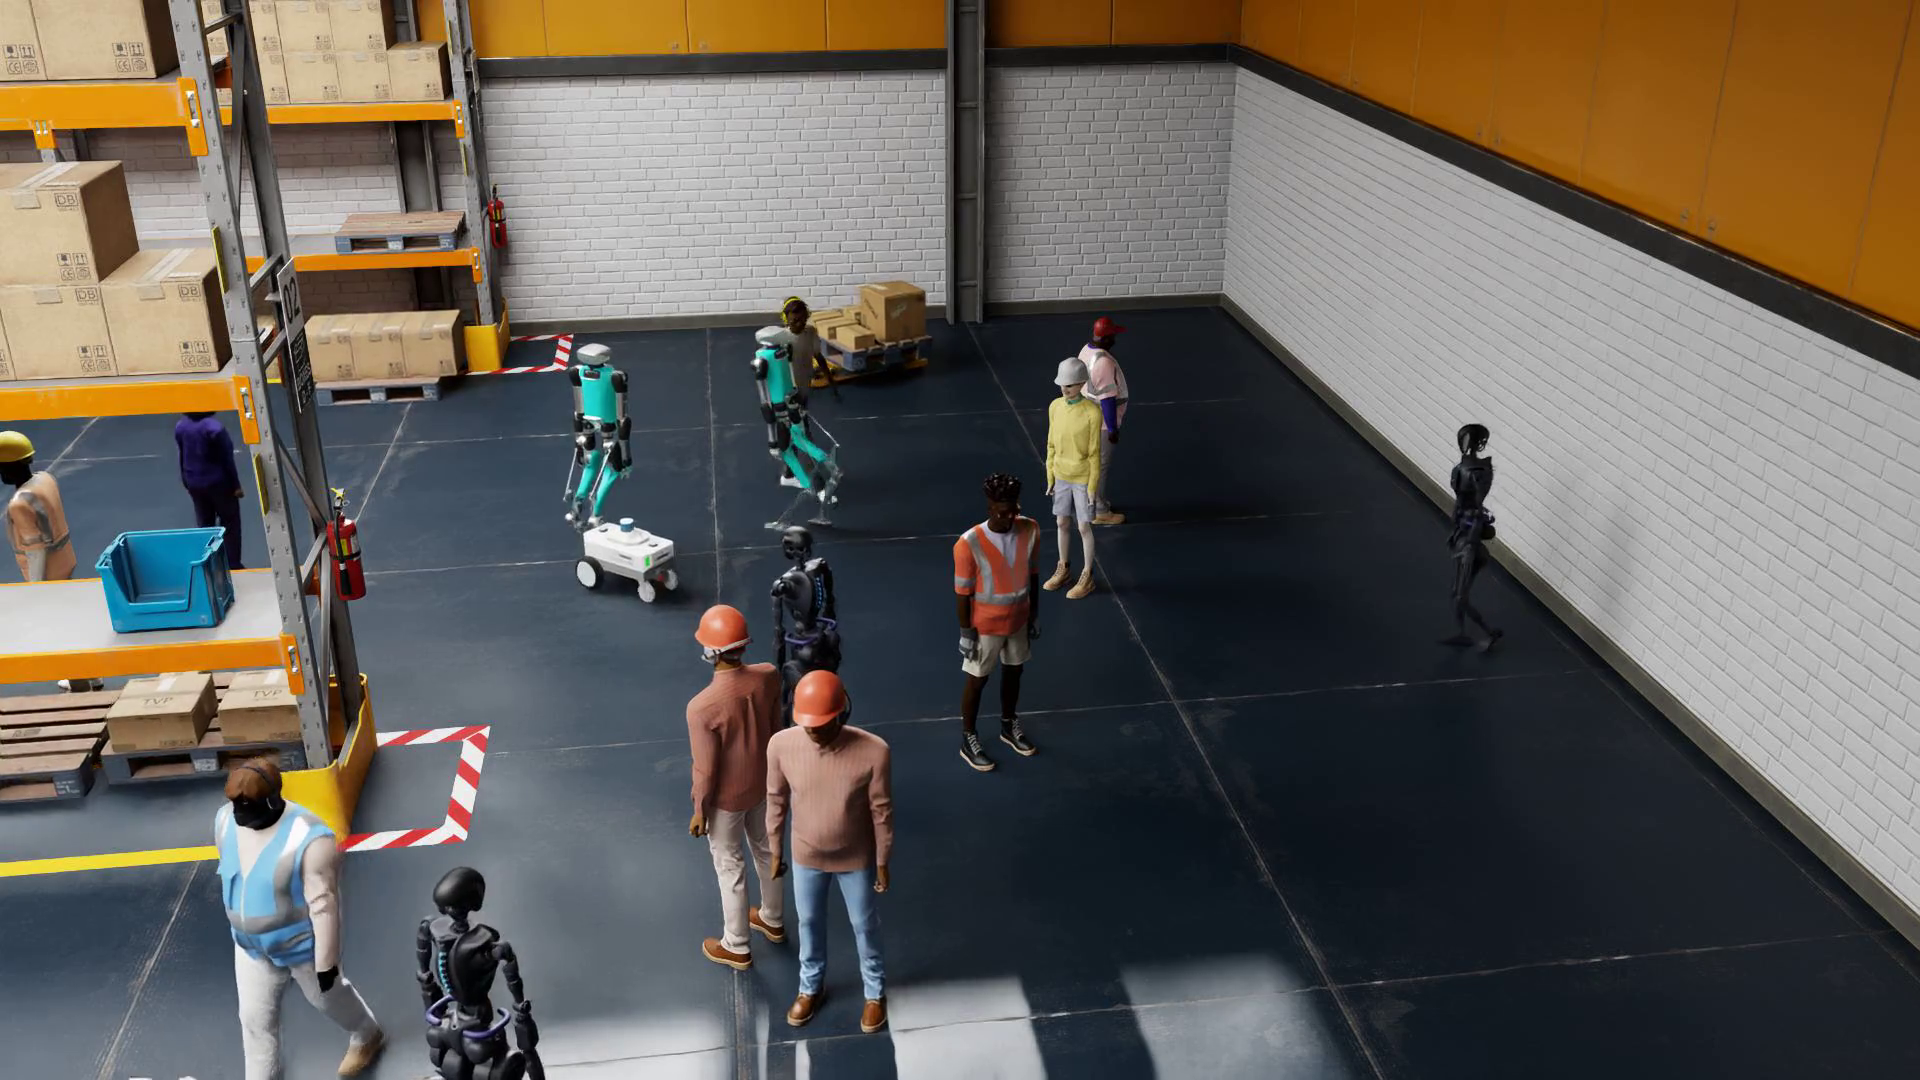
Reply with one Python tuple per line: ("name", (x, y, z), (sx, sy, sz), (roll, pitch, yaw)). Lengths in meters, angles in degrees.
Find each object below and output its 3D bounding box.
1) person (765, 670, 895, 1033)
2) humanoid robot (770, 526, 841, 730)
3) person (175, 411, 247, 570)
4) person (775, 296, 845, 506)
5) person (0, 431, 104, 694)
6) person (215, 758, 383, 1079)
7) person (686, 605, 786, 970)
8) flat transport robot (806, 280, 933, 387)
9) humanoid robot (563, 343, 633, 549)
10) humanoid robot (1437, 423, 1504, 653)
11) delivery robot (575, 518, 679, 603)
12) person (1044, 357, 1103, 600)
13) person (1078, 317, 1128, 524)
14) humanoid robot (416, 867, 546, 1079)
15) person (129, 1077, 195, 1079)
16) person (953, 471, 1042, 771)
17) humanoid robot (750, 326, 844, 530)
("person", (-0.621, 1.488, 7.891), (0.633, 1.981, 0.421), (3, 24, 7))
("humanoid robot", (-0.972, 0.667, 10.142), (0.651, 1.635, 0.599), (16, 28, 32))
("person", (-5.707, -0.426, 12.701), (0.508, 1.610, 0.395), (9, 25, 20))
("person", (-1.284, -1.217, 14.240), (0.866, 1.822, 0.642), (15, 28, 30))
("person", (-5.994, 0.201, 10.877), (0.378, 1.924, 0.592), (-5, 24, -10))
("person", (-3.016, 1.775, 7.450), (0.633, 1.803, 0.865), (8, 25, 17))
("person", (-1.138, 1.244, 8.418), (0.391, 1.992, 0.621), (17, 29, 34))
("flat transport robot", (-1.112, -1.908, 17.744), (1.431, 0.231, 0.659), (-15, 28, -30))
("humanoid robot", (-2.879, -0.580, 12.928), (0.551, 1.817, 0.663), (12, 26, 25))
("humanoid robot", (3.660, -0.017, 11.700), (0.478, 1.632, 0.603), (2, 24, 5))
("delivery robot", (-2.551, 0.115, 12.761), (0.754, 0.581, 0.499), (15, 28, 30))
("person", (0.854, -0.471, 12.473), (0.469, 1.884, 0.405), (16, 28, 32))
("person", (1.183, -0.997, 13.822), (0.420, 1.754, 0.604), (-7, 25, -15))
("humanoid robot", (-1.998, 2.077, 6.903), (0.595, 1.659, 0.323), (11, 26, 23))
("person", (-2.760, 2.571, 5.738), (0.771, 1.718, 0.903), (19, 30, 36))
("person", (0.237, 0.489, 10.197), (0.596, 1.957, 0.378), (-15, 28, -31))
("humanoid robot", (-1.256, -0.830, 13.490), (0.823, 1.784, 0.560), (9, 25, 20))
